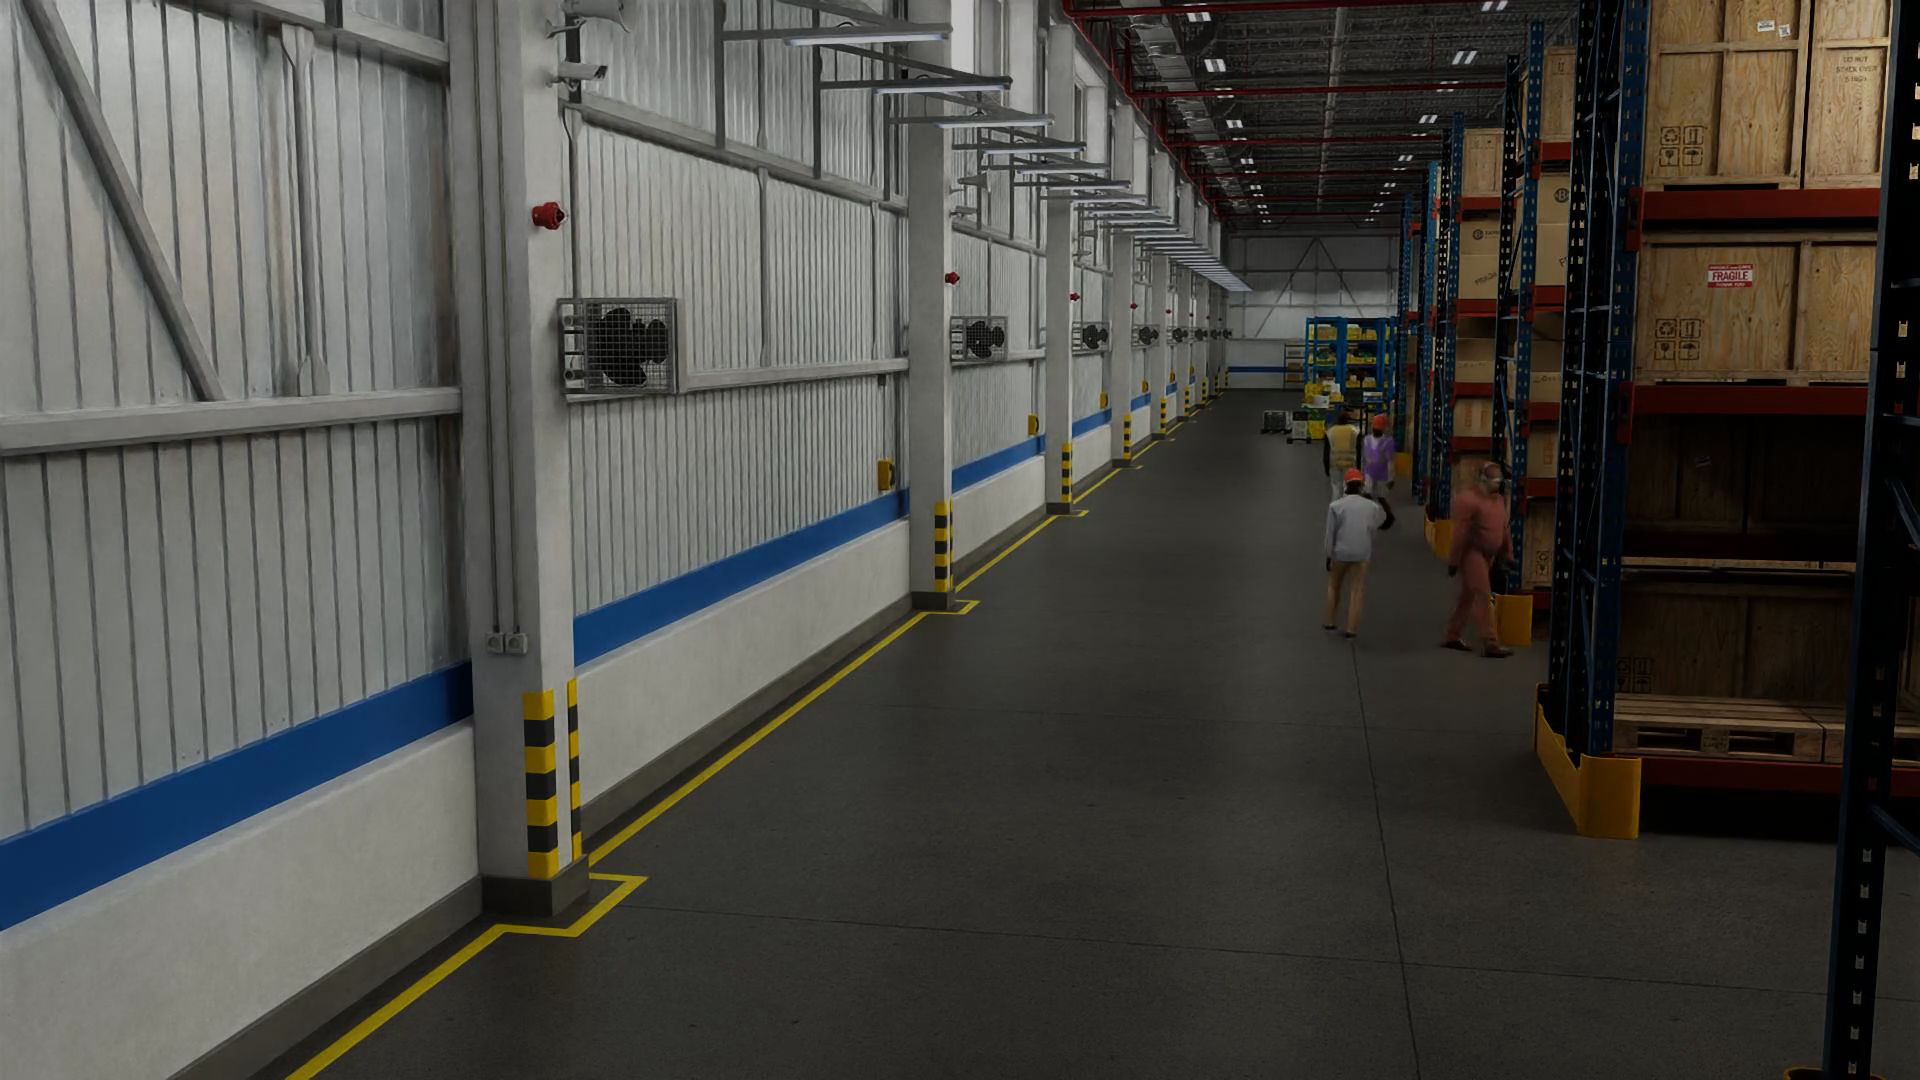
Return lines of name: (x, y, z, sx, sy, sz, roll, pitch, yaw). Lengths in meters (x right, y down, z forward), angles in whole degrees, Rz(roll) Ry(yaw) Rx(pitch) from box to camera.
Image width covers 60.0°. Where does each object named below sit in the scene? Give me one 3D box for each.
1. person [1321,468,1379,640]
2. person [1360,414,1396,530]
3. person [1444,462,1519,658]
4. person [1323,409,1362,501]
person: (3.951, 0.129, 16.952, 0.564, 1.717, 0.740, 0, 7, -2)
person: (6.416, -1.008, 25.456, 0.601, 1.886, 0.889, 6, 10, 42)
person: (5.062, 0.185, 15.940, 0.915, 1.864, 0.638, 7, 10, 44)
person: (6.342, -1.250, 27.561, 0.655, 1.829, 0.450, 2, 8, 19)
